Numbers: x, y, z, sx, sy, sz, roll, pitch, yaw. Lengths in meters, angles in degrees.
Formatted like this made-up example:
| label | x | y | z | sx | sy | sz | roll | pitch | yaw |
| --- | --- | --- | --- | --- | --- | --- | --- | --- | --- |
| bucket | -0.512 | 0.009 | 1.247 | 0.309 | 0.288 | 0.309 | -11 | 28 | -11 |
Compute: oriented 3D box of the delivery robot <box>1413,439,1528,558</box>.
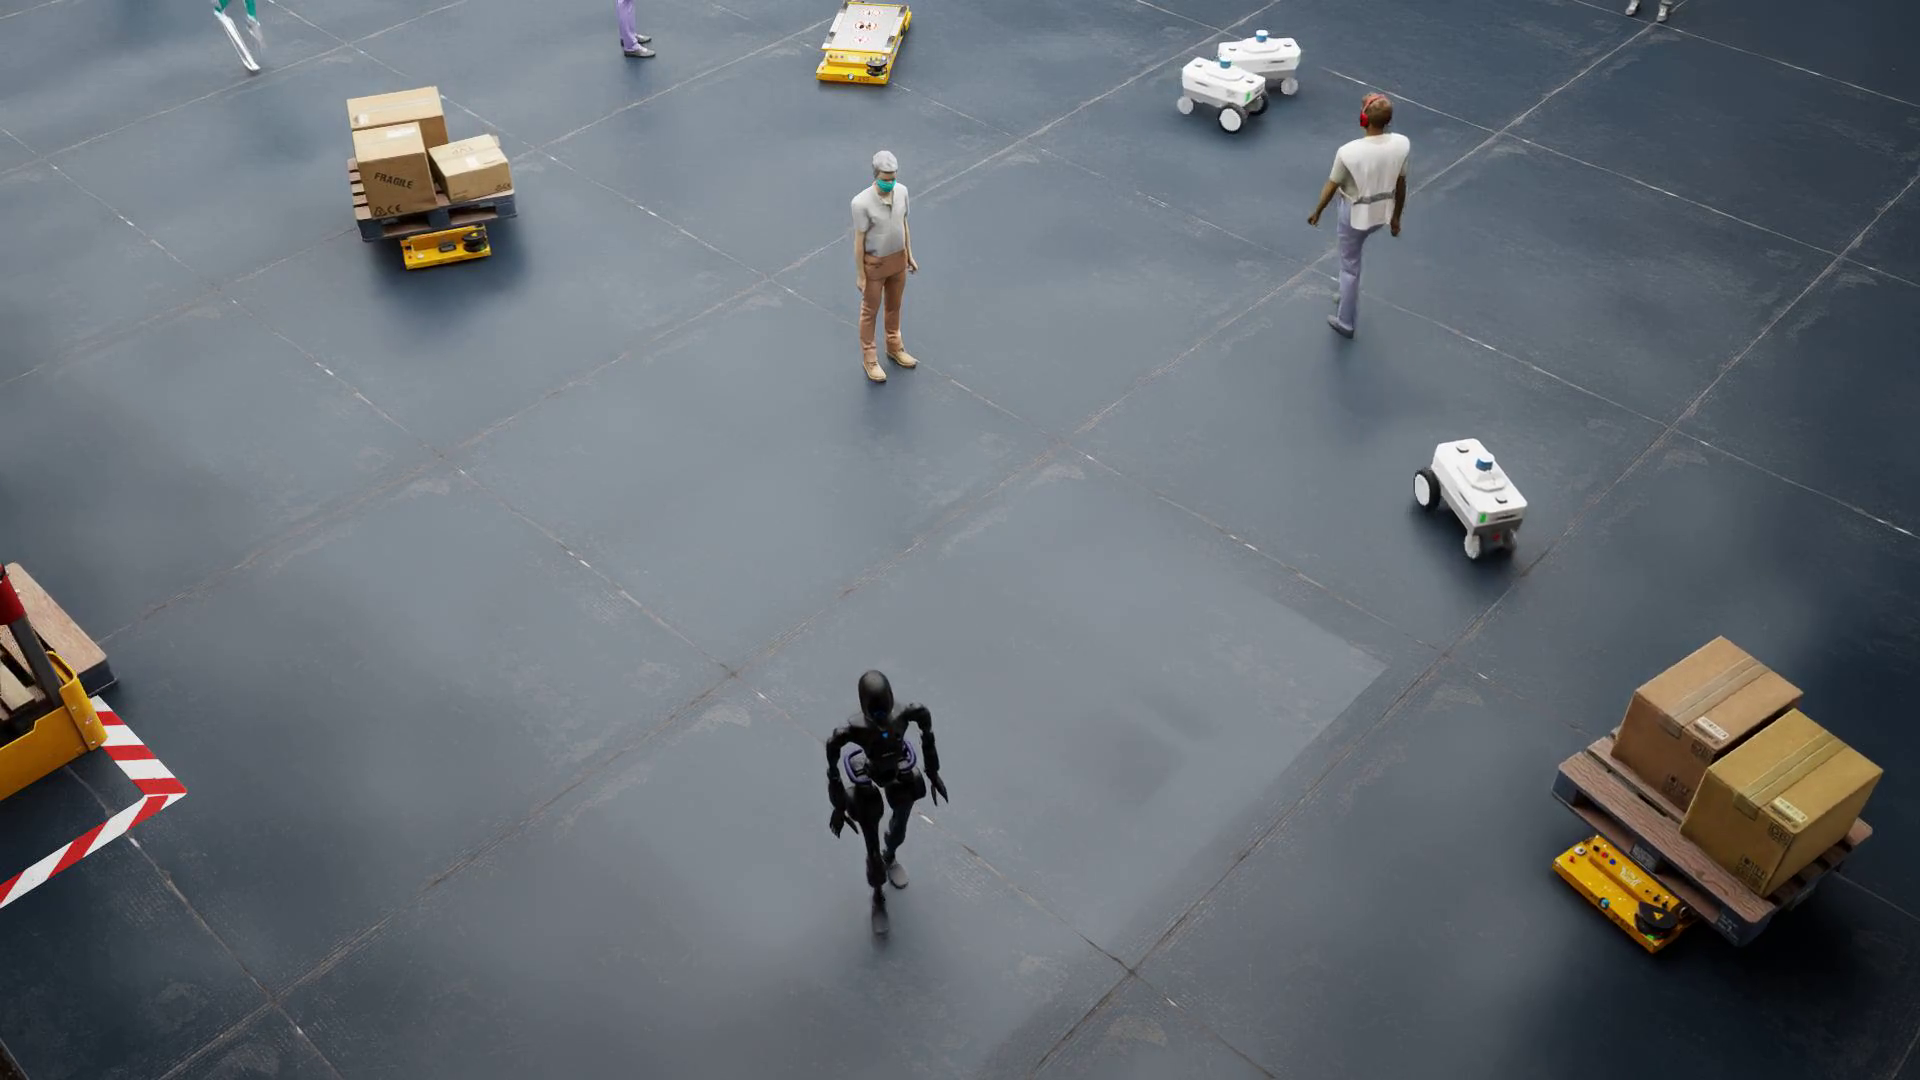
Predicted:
| label | x | y | z | sx | sy | sz | roll | pitch | yaw |
| --- | --- | --- | --- | --- | --- | --- | --- | --- | --- |
| delivery robot | 3.306 | -0.304 | 10.645 | 0.499 | 0.587 | 0.777 | -10 | 43 | -11 |

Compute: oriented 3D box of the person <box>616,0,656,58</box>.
| label | x | y | z | sx | sy | sz | roll | pitch | yaw |
| --- | --- | --- | --- | --- | --- | --- | --- | --- | --- |
| person | -3.122 | -5.381 | 15.328 | 0.374 | 1.843 | 0.569 | -10 | 43 | -10 |

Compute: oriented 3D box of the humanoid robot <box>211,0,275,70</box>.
| label | x | y | z | sx | sy | sz | roll | pitch | yaw |
| --- | --- | --- | --- | --- | --- | --- | --- | --- | --- |
| humanoid robot | -6.637 | -5.032 | 15.095 | 0.539 | 1.875 | 0.732 | -30 | 50 | -29 |

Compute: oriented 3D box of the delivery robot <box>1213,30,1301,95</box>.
| label | x | y | z | sx | sy | sz | roll | pitch | yaw |
| --- | --- | --- | --- | --- | --- | --- | --- | --- | --- |
| delivery robot | 2.690 | -4.325 | 15.134 | 0.812 | 0.614 | 0.499 | -6 | 42 | -7 |

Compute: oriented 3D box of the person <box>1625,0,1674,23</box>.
| label | x | y | z | sx | sy | sz | roll | pitch | yaw |
| --- | --- | --- | --- | --- | --- | --- | --- | --- | --- |
| person | 6.805 | -5.915 | 15.935 | 0.571 | 1.830 | 0.394 | 20 | 46 | 21 |

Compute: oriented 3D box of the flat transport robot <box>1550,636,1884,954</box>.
| label | x | y | z | sx | sy | sz | roll | pitch | yaw |
| --- | --- | --- | --- | --- | --- | --- | --- | --- | --- |
| flat transport robot | 3.871 | 1.572 | 8.778 | 1.431 | 0.231 | 0.659 | -25 | 48 | -25 |

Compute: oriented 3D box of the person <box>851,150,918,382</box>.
| label | x | y | z | sx | sy | sz | roll | pitch | yaw |
| --- | --- | --- | --- | --- | --- | --- | --- | --- | --- |
| person | -0.520 | -1.917 | 11.558 | 0.483 | 1.737 | 0.320 | -27 | 49 | -27 |

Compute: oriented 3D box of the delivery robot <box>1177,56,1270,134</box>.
| label | x | y | z | sx | sy | sz | roll | pitch | yaw |
| --- | --- | --- | --- | --- | --- | --- | --- | --- | --- |
| delivery robot | 2.334 | -3.994 | 14.746 | 0.789 | 0.587 | 0.499 | 26 | 48 | 26 |

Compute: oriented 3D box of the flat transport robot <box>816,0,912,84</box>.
| label | x | y | z | sx | sy | sz | roll | pitch | yaw |
| --- | --- | --- | --- | --- | --- | --- | --- | --- | --- |
| flat transport robot | -0.901 | -4.750 | 15.806 | 0.659 | 0.231 | 1.431 | 6 | 42 | 6 |

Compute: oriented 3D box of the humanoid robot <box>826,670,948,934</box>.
| label | x | y | z | sx | sy | sz | roll | pitch | yaw |
| --- | --- | --- | --- | --- | --- | --- | --- | --- | --- |
| humanoid robot | -0.347 | 1.222 | 8.120 | 0.610 | 1.645 | 0.499 | -16 | 44 | -17 |

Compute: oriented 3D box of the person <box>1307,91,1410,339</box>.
| label | x | y | z | sx | sy | sz | roll | pitch | yaw |
| --- | --- | --- | --- | --- | --- | --- | --- | --- | --- |
| person | 2.844 | -2.357 | 11.983 | 0.573 | 1.818 | 0.659 | -18 | 45 | -19 |

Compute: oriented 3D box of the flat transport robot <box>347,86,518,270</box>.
| label | x | y | z | sx | sy | sz | roll | pitch | yaw |
| --- | --- | --- | --- | --- | --- | --- | --- | --- | --- |
| flat transport robot | -4.239 | -2.675 | 13.500 | 0.659 | 0.231 | 1.431 | -13 | 44 | -14 |
